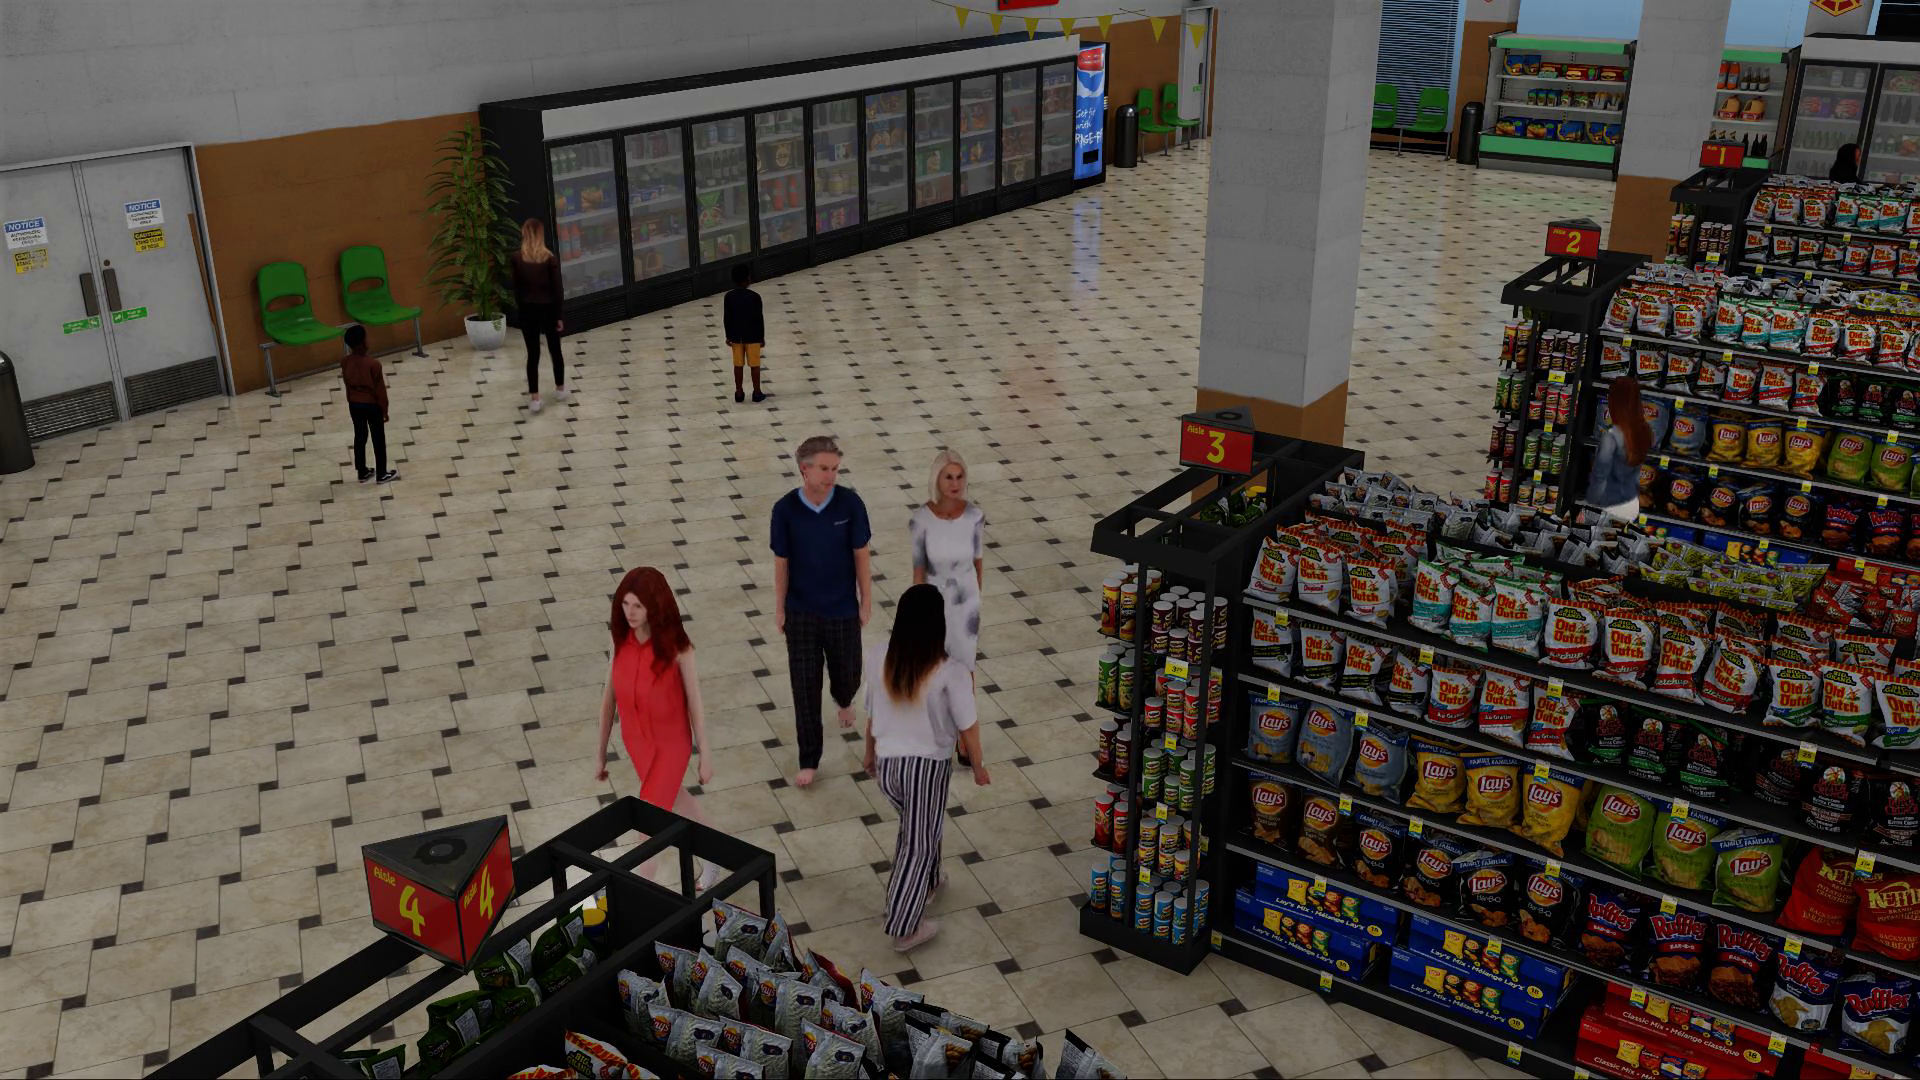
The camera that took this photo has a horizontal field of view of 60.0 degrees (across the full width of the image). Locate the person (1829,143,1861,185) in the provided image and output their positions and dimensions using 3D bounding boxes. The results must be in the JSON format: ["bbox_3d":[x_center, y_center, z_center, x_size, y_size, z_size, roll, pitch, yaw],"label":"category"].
[{"bbox_3d":[10.110,-3.756,19.196,0.785,1.617,0.754,1,22,3],"label":"person"}]

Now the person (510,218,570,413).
[{"bbox_3d":[-3.725,-1.975,14.668,0.948,1.689,0.950,1,22,1],"label":"person"}]

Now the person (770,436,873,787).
[{"bbox_3d":[-0.709,0.339,8.699,1.037,1.845,1.049,2,22,4],"label":"person"}]

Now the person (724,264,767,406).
[{"bbox_3d":[-1.929,-1.850,14.914,0.591,1.272,0.669,1,22,4],"label":"person"}]

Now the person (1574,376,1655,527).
[{"bbox_3d":[4.053,-0.143,10.112,0.680,1.686,0.824,-20,29,-40],"label":"person"}]

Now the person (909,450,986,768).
[{"bbox_3d":[-0.104,0.322,8.903,0.928,1.724,1.076,-8,23,-18],"label":"person"}]

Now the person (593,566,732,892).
[{"bbox_3d":[-1.265,0.931,7.330,1.131,1.766,0.762,13,25,29],"label":"person"}]

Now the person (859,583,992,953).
[{"bbox_3d":[-0.242,1.022,7.260,0.803,1.651,0.772,17,27,36],"label":"person"}]

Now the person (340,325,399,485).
[{"bbox_3d":[-4.636,-1.055,12.963,0.506,1.252,0.631,5,23,13],"label":"person"}]
